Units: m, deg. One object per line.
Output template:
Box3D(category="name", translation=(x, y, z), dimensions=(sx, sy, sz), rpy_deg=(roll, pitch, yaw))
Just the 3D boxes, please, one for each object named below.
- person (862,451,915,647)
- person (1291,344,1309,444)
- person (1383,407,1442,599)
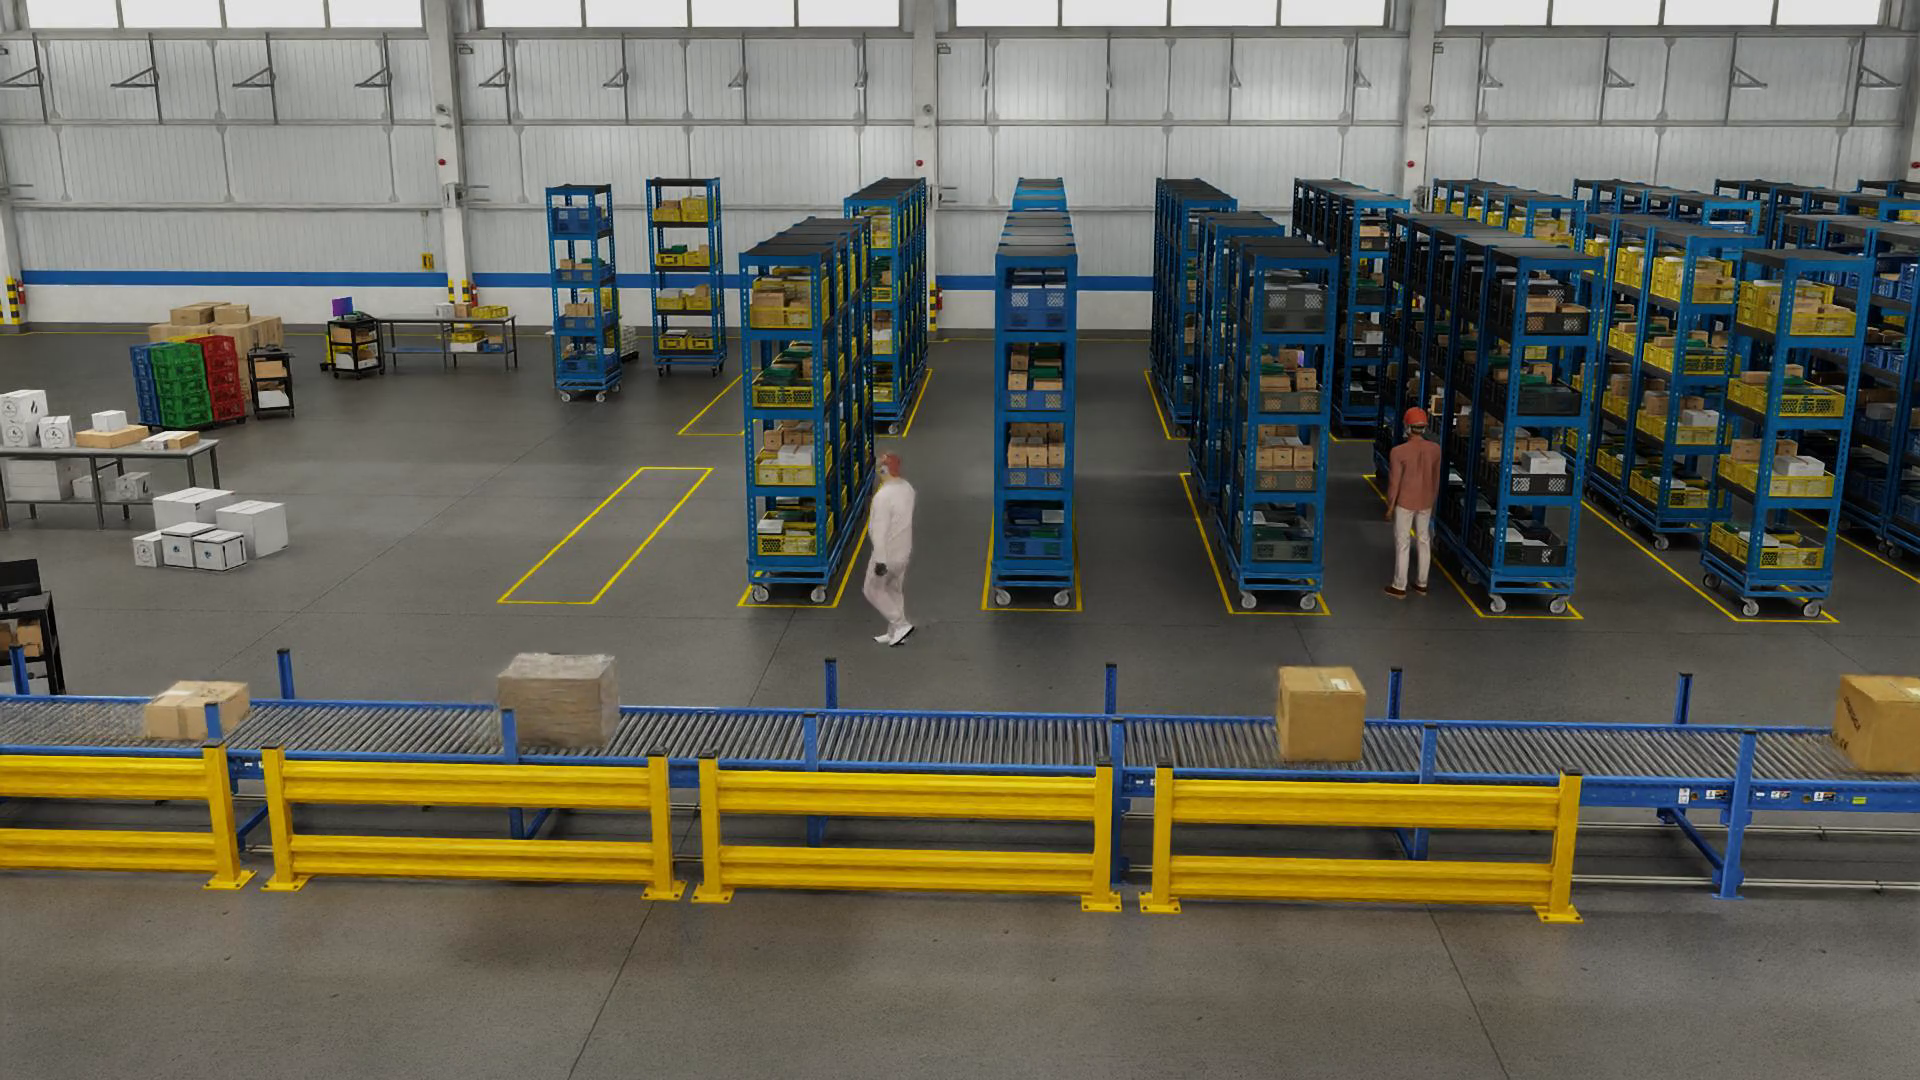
Box3D(category="person", translation=(-0.669, 0.099, 15.588), dimensions=(0.433, 1.888, 0.665), rpy_deg=(7, 16, 23))
Box3D(category="person", translation=(4.768, -2.029, 23.587), dimensions=(0.563, 1.838, 0.390), rpy_deg=(-9, 18, -30))
Box3D(category="person", translation=(4.656, -0.383, 17.178), dimensions=(0.611, 1.996, 0.387), rpy_deg=(-5, 16, -18))
